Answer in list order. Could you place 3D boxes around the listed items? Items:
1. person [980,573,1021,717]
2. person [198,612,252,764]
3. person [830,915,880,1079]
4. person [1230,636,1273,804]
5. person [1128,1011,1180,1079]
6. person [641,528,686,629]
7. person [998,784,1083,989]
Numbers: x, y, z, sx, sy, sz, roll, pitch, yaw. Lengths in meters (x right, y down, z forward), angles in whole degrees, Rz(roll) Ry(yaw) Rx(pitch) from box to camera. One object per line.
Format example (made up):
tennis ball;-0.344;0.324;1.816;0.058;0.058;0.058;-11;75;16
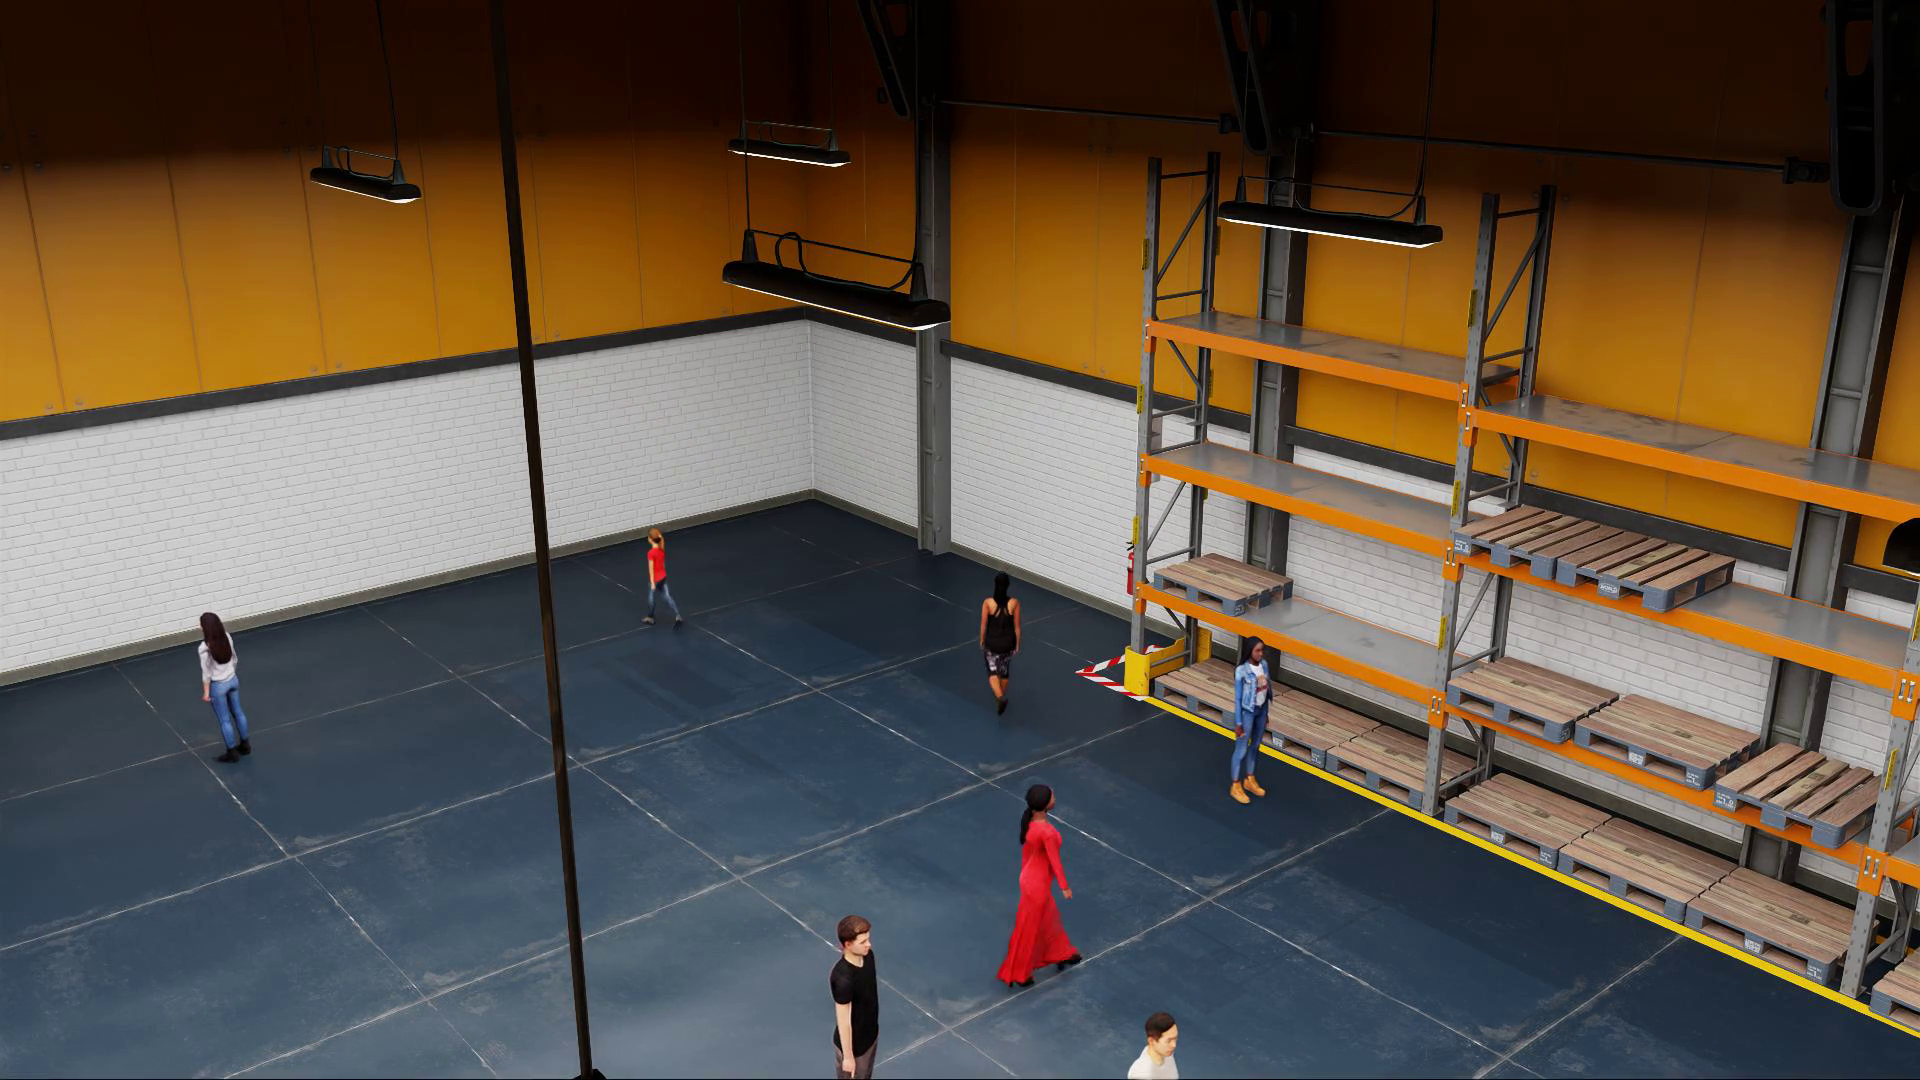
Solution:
person;0.440;1.155;18.256;0.858;1.647;1.008;-3;19;-9
person;-7.628;1.510;17.229;0.685;1.631;0.682;6;20;18
person;-0.710;3.373;11.335;0.784;1.861;0.774;5;19;15
person;2.855;1.742;16.413;0.581;1.711;0.493;-15;24;-37
person;1.175;3.728;10.363;0.717;1.808;0.736;8;20;22
person;-3.712;0.499;20.760;0.939;1.292;0.676;12;22;31
person;0.531;2.788;13.234;0.952;1.758;1.036;-4;19;-13
